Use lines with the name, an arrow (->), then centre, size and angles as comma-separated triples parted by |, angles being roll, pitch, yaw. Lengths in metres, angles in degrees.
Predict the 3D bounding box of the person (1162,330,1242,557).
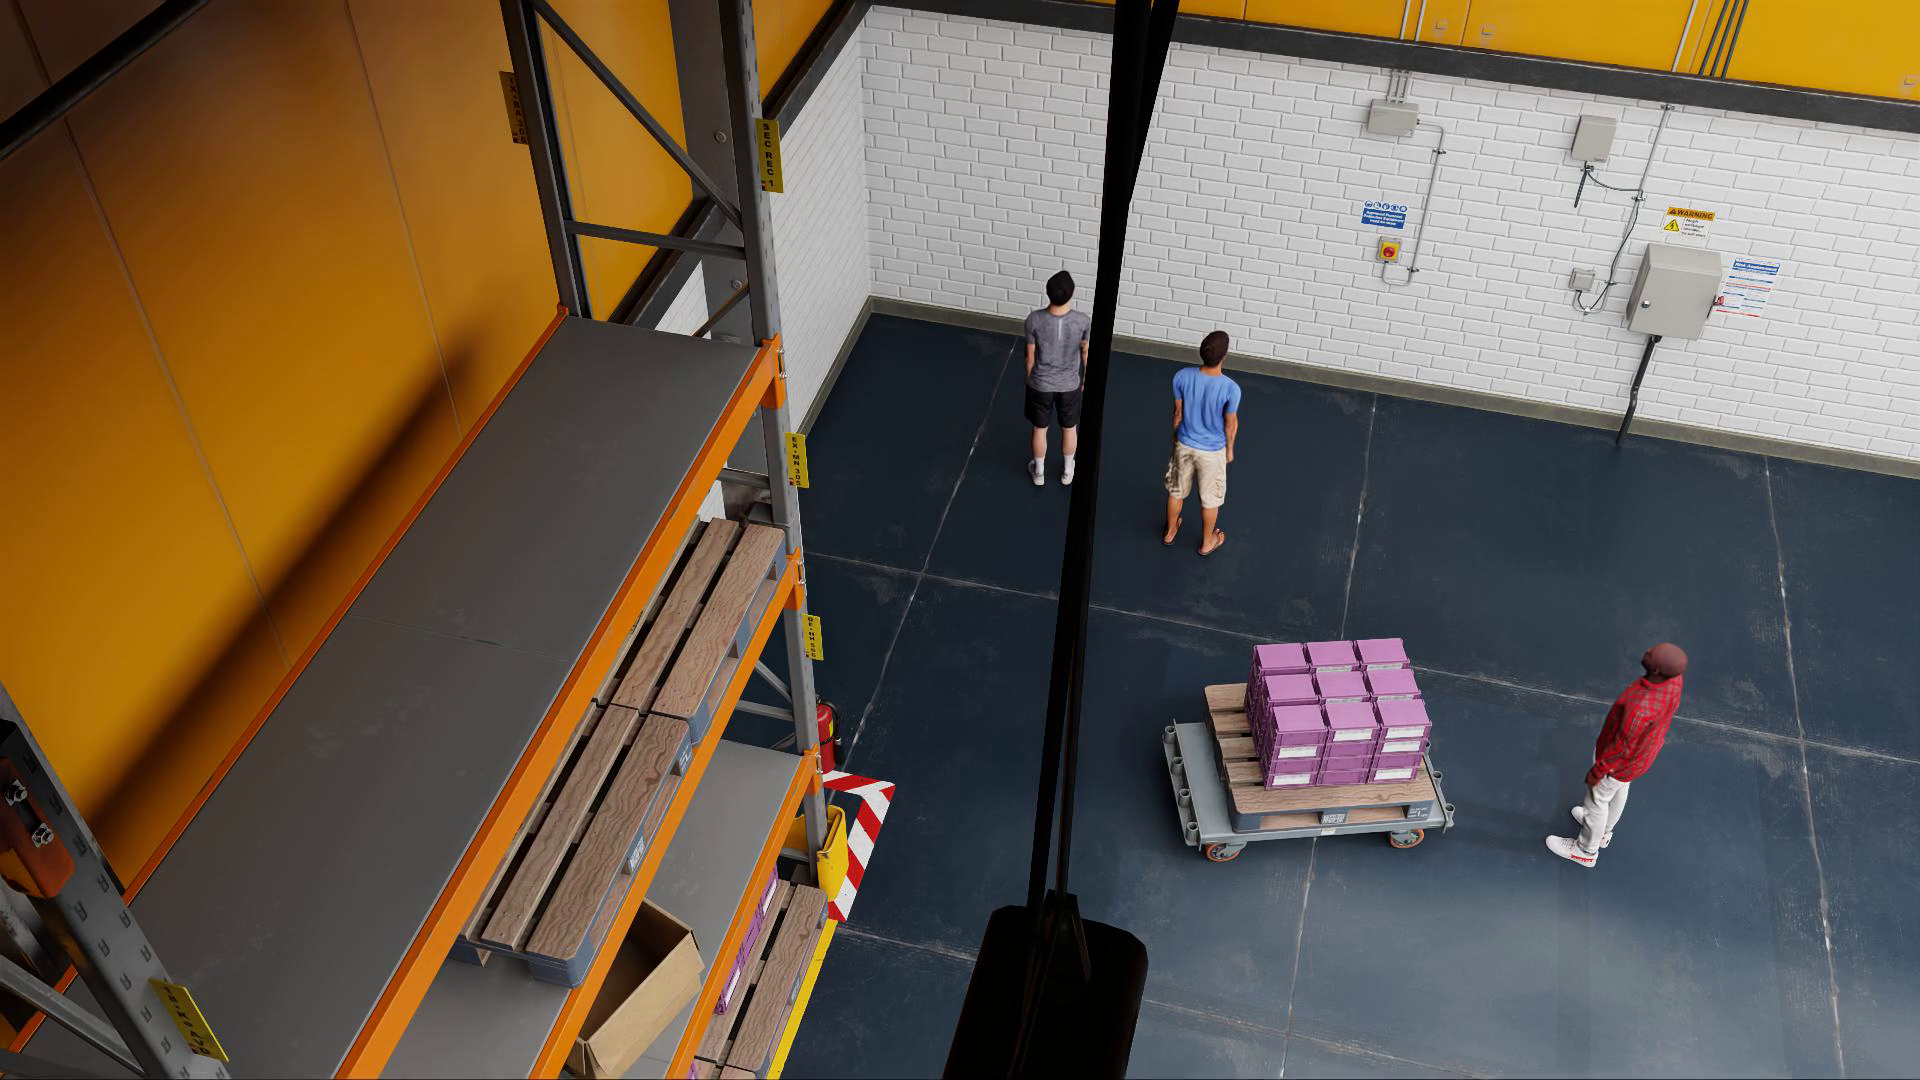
person -> 1.687, -0.673, 11.634 | 0.679, 1.864, 0.610 | 18, 46, 18

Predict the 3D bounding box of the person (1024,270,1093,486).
person -> 0.697, -1.161, 12.141 | 0.709, 1.871, 0.648 | 0, 44, 0

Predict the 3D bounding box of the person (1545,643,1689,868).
person -> 3.874, 1.228, 9.670 | 0.705, 1.820, 0.816 | -33, 53, -30
